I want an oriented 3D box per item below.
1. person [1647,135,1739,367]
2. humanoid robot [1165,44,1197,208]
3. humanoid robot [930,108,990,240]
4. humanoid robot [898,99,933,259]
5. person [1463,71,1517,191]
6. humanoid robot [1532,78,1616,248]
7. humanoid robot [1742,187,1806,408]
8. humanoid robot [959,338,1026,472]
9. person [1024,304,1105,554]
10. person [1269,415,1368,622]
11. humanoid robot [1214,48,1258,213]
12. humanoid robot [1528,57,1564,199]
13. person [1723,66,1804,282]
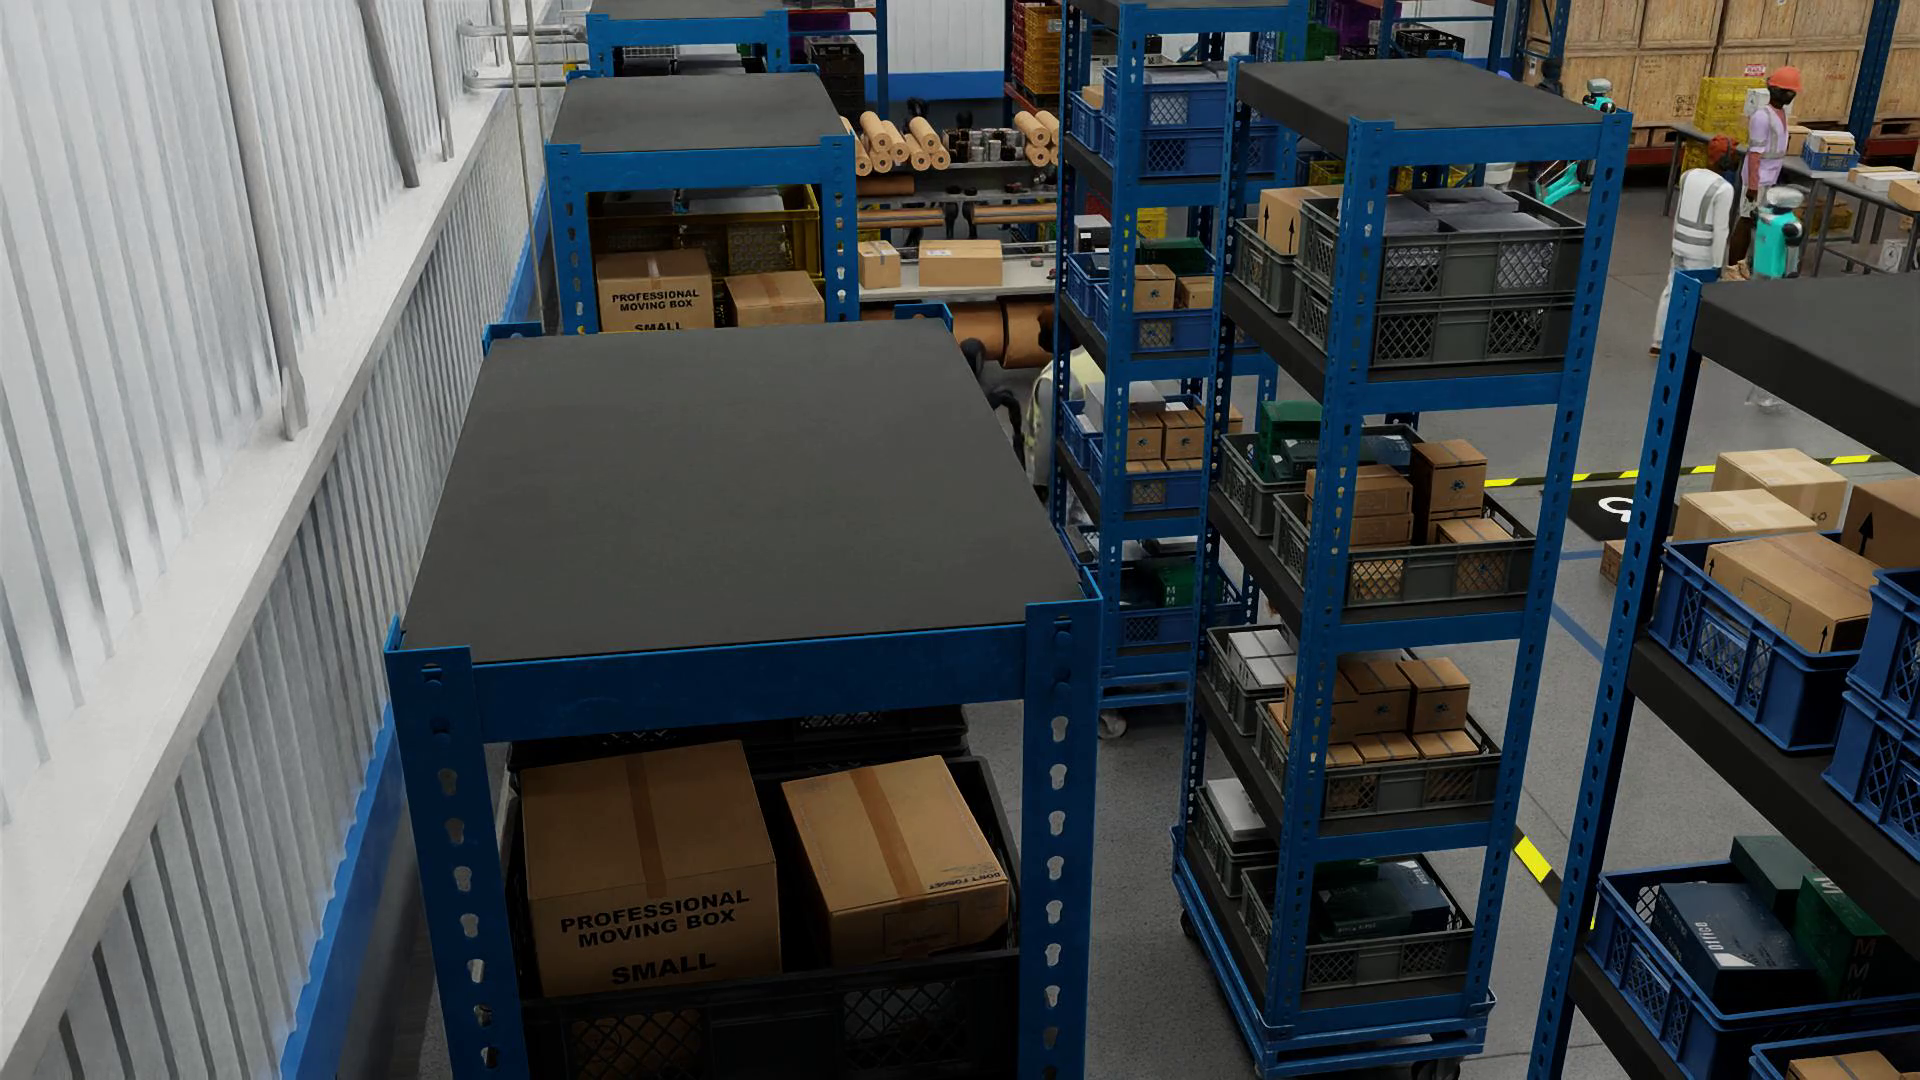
[{"bbox_3d":[5.944,-2.324,13.433,0.362,1.878,0.579,-6,25,-13],"label":"person"},{"bbox_3d":[2.321,-4.540,18.449,0.675,1.846,0.536,-4,25,-8],"label":"humanoid robot"},{"bbox_3d":[-0.003,-3.261,15.740,0.593,1.642,0.660,1,25,2],"label":"humanoid robot"},{"bbox_3d":[-0.458,-3.489,16.246,0.573,1.641,0.614,15,29,29],"label":"humanoid robot"},{"bbox_3d":[5.032,-3.459,15.810,0.613,1.947,0.386,-14,28,-28],"label":"person"},{"bbox_3d":[5.976,-3.687,16.436,0.743,1.691,0.532,-2,25,-4],"label":"humanoid robot"},{"bbox_3d":[6.168,-1.730,12.337,0.812,1.797,0.565,-4,25,-9],"label":"humanoid robot"},{"bbox_3d":[0.102,-0.316,9.323,0.602,1.640,0.613,4,25,9],"label":"humanoid robot"},{"bbox_3d":[0.574,-0.442,9.394,0.430,1.835,0.633,14,28,27],"label":"person"},{"bbox_3d":[1.751,0.210,7.955,0.588,1.847,0.407,-3,25,-7],"label":"person"},{"bbox_3d":[2.928,-4.433,18.108,0.680,1.753,0.547,-12,27,-24],"label":"humanoid robot"},{"bbox_3d":[6.390,-4.470,18.335,0.602,1.648,0.343,-17,30,-32],"label":"humanoid robot"},{"bbox_3d":[7.491,-3.372,15.509,0.371,2.044,0.604,20,31,36],"label":"person"}]
